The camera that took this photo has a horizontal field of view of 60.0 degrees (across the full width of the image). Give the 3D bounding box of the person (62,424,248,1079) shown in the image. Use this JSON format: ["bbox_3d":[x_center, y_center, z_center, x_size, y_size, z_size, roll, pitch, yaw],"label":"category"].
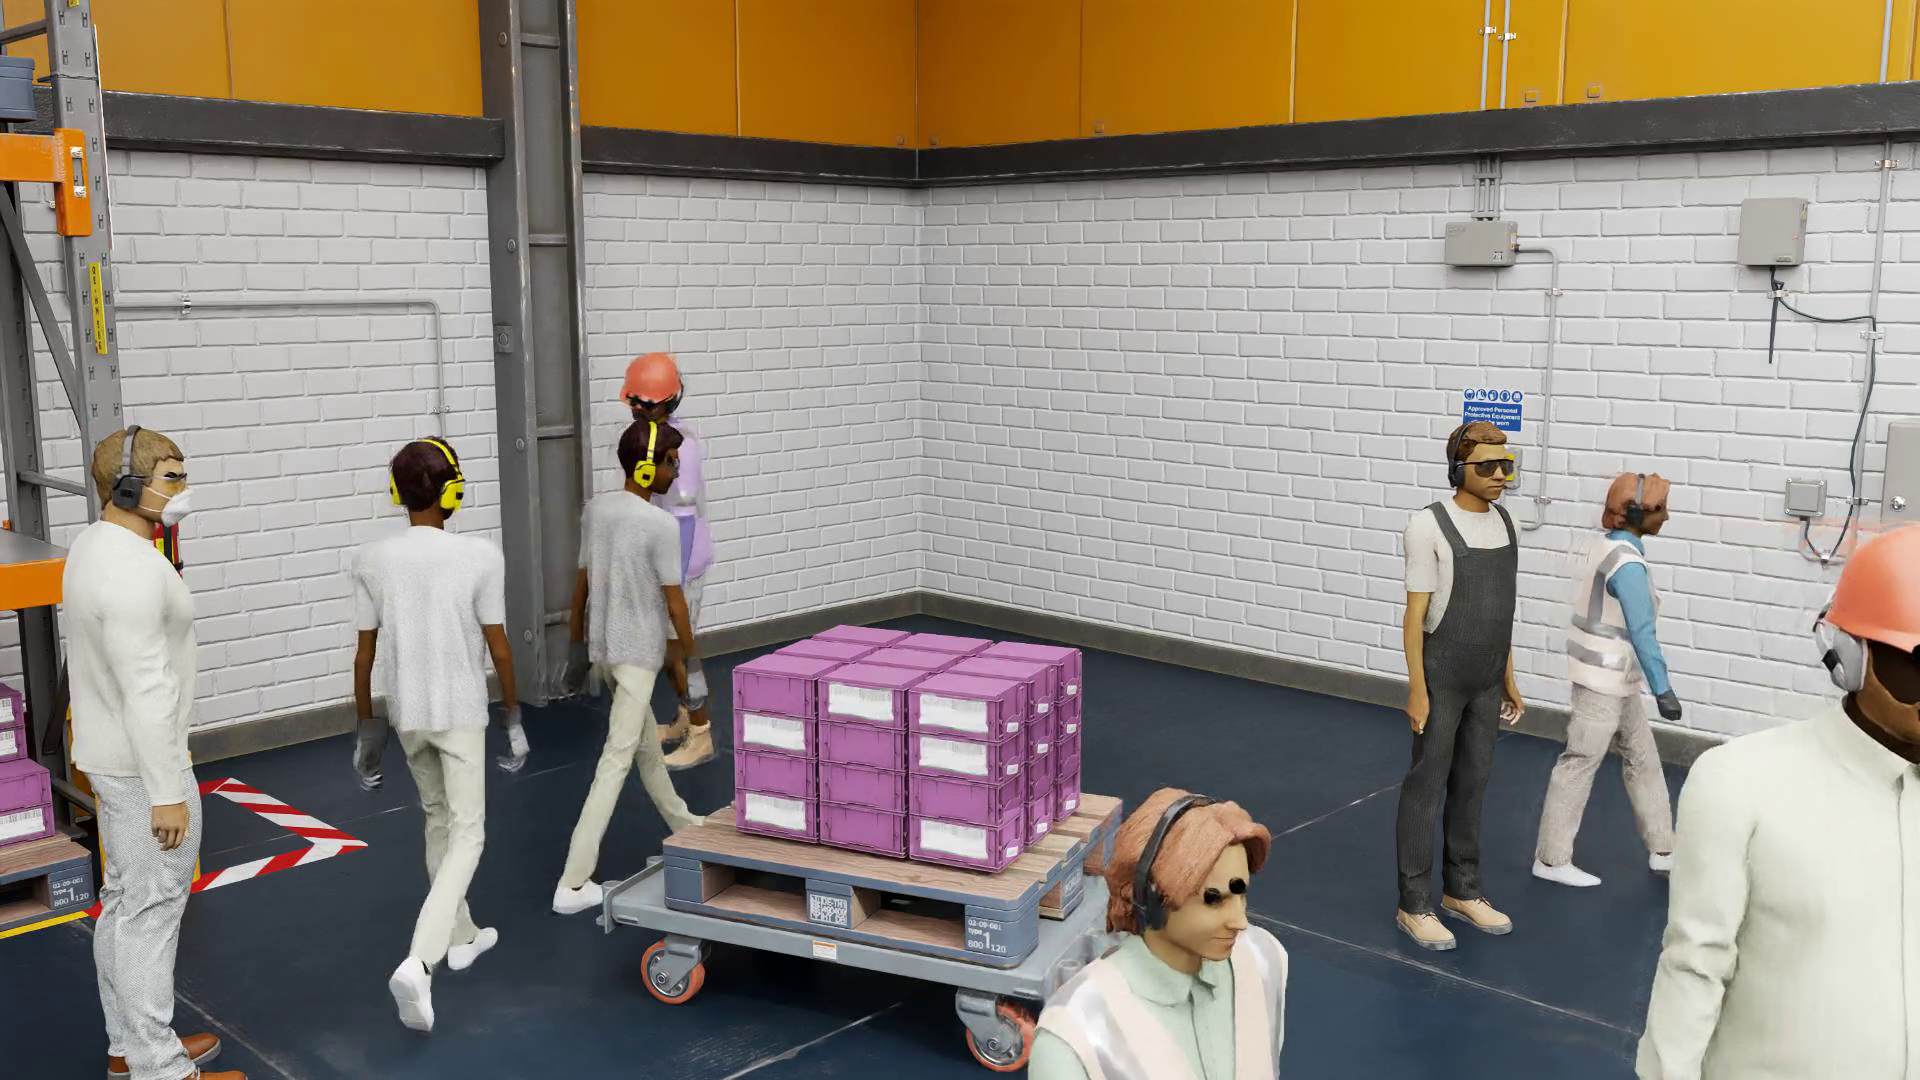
[{"bbox_3d":[-2.296,0.644,4.683,0.352,1.936,0.635,-7,11,-35],"label":"person"}]

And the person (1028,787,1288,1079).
[{"bbox_3d":[0.362,1.165,2.474,0.543,1.598,0.816,-6,11,-35],"label":"person"}]

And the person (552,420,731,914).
[{"bbox_3d":[-1.208,0.450,6.299,0.553,1.804,0.991,8,12,40],"label":"person"}]

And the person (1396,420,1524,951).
[{"bbox_3d":[1.770,0.500,5.845,0.504,1.847,0.345,-5,11,-29],"label":"person"}]

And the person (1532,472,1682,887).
[{"bbox_3d":[2.563,0.549,6.263,0.776,1.605,0.509,3,10,16],"label":"person"}]

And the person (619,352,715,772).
[{"bbox_3d":[-1.369,0.107,7.807,0.528,1.992,0.679,-5,10,-27],"label":"person"}]

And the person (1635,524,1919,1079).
[{"bbox_3d":[1.424,0.950,2.663,0.651,1.979,0.425,-1,9,-7],"label":"person"}]

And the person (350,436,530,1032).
[{"bbox_3d":[-1.678,0.591,5.311,0.520,1.845,0.856,1,9,7],"label":"person"}]
